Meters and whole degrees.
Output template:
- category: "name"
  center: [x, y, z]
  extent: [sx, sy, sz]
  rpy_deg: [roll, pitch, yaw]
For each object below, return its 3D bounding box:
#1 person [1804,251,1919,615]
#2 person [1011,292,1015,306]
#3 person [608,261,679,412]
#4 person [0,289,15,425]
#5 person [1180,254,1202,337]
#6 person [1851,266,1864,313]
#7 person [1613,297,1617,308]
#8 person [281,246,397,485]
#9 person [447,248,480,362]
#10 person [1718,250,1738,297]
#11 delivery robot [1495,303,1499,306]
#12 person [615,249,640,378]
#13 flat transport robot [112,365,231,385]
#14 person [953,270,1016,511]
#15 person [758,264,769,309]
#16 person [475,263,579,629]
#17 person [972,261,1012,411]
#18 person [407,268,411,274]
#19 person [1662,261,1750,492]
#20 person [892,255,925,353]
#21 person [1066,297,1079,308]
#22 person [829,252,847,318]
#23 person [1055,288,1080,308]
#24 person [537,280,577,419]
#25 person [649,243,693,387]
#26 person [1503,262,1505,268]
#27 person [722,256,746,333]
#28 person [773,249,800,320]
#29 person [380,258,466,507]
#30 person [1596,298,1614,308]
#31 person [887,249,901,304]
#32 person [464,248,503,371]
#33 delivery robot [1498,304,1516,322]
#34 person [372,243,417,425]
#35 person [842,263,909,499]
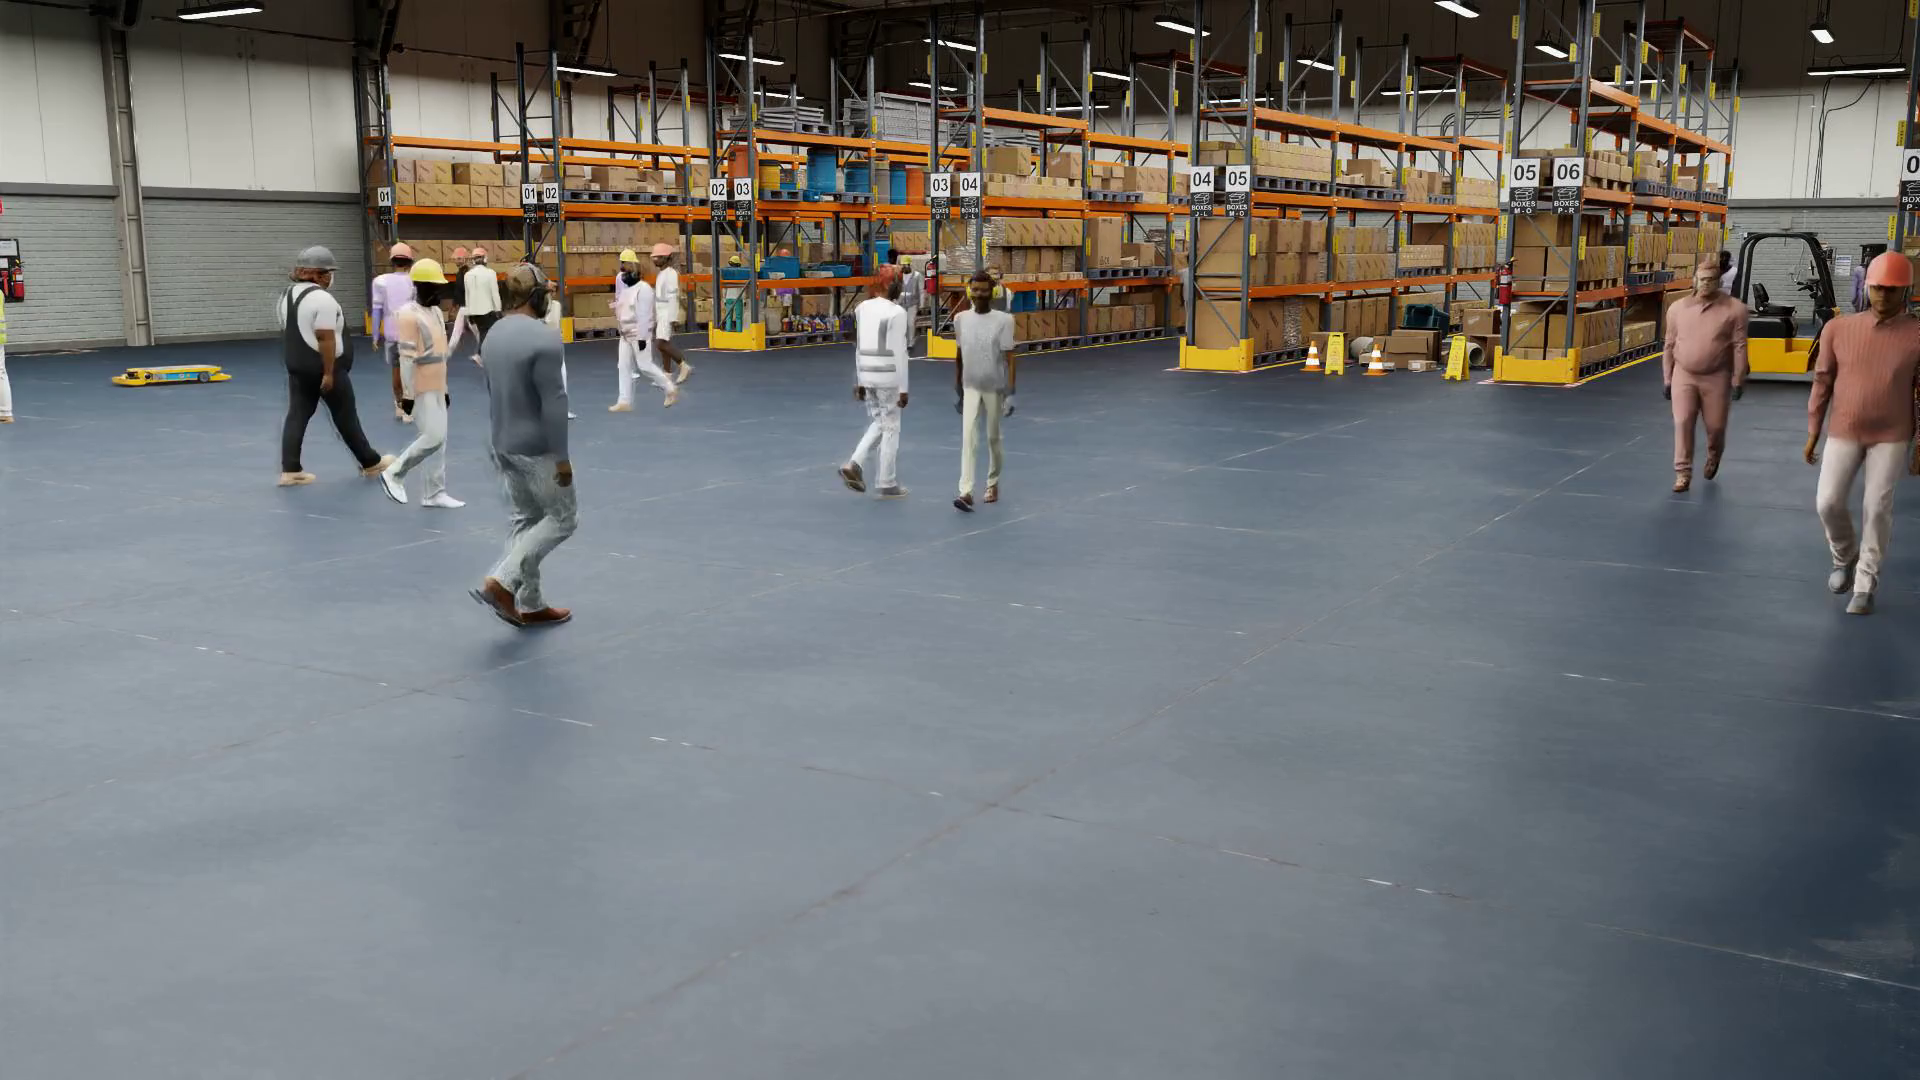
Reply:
- category: "person"
  center: [5.003, -0.587, 9.144]
  extent: [0.636, 1.976, 0.499]
  rpy_deg: [7, 12, 34]
- category: "person"
  center: [0.791, -4.814, 32.974]
  extent: [0.625, 1.934, 0.364]
  rpy_deg: [1, 10, 4]
- category: "person"
  center: [-3.843, -2.459, 20.097]
  extent: [0.814, 1.823, 0.621]
  rpy_deg: [-8, 13, -39]
- category: "person"
  center: [-10.884, -2.187, 18.547]
  extent: [0.429, 1.835, 0.627]
  rpy_deg: [0, 10, 0]
- category: "person"
  center: [4.559, -4.742, 32.783]
  extent: [0.544, 1.852, 0.449]
  rpy_deg: [9, 13, 41]
- category: "person"
  center: [18.516, -4.943, 33.901]
  extent: [0.647, 1.856, 0.998]
  rpy_deg: [5, 11, 27]
- category: "person"
  center: [15.407, -5.753, 39.072]
  extent: [0.470, 1.613, 0.571]
  rpy_deg: [2, 10, 10]
- category: "person"
  center: [-5.355, -1.498, 14.081]
  extent: [0.699, 2.000, 1.005]
  rpy_deg: [8, 13, 37]
- category: "person"
  center: [-8.558, -4.032, 28.552]
  extent: [1.036, 1.937, 0.622]
  rpy_deg: [-5, 11, -24]
- category: "person"
  center: [14.552, -4.573, 31.710]
  extent: [0.776, 1.899, 0.612]
  rpy_deg: [-7, 13, -36]
- category: "delivery robot"
  center: [13.206, -5.591, 40.907]
  extent: [0.477, 0.478, 0.707]
  rpy_deg: [-2, 10, -9]
- category: "person"
  center: [-4.994, -3.400, 25.053]
  extent: [0.384, 1.925, 0.593]
  rpy_deg: [-2, 10, -10]
- category: "flat transport robot"
  center: [-11.413, -2.400, 24.090]
  extent: [0.652, 0.197, 1.431]
  rpy_deg: [10, 14, 44]
- category: "person"
  center: [0.177, -1.137, 12.690]
  extent: [0.539, 1.812, 0.991]
  rpy_deg: [3, 10, 15]
- category: "person"
  center: [-4.310, -5.117, 35.607]
  extent: [0.514, 1.595, 0.850]
  rpy_deg: [7, 12, 35]
- category: "person"
  center: [-2.271, -0.458, 8.590]
  extent: [0.646, 1.920, 0.522]
  rpy_deg: [10, 14, 44]
- category: "person"
  center: [0.361, -2.505, 20.368]
  extent: [0.552, 1.817, 0.735]
  rpy_deg: [-4, 11, -20]
- category: "person"
  center: [-11.856, -5.152, 35.691]
  extent: [0.286, 1.632, 0.501]
  rpy_deg: [-7, 12, -34]
- category: "person"
  center: [6.129, -1.350, 13.703]
  extent: [0.652, 1.888, 0.735]
  rpy_deg: [6, 12, 31]
- category: "person"
  center: [-0.994, -4.327, 30.588]
  extent: [0.614, 1.800, 0.731]
  rpy_deg: [2, 10, 12]
- category: "person"
  center: [2.525, -5.291, 36.578]
  extent: [0.649, 1.610, 0.503]
  rpy_deg: [-8, 13, -38]
- category: "person"
  center: [-2.897, -6.043, 40.094]
  extent: [0.554, 1.838, 0.859]
  rpy_deg: [6, 12, 30]
- category: "person"
  center: [2.297, -5.216, 35.678]
  extent: [0.535, 1.766, 0.318]
  rpy_deg: [4, 11, 22]
- category: "person"
  center: [-4.672, -2.163, 18.987]
  extent: [0.691, 1.602, 0.528]
  rpy_deg: [7, 12, 35]
- category: "person"
  center: [-4.102, -3.144, 23.337]
  extent: [0.488, 2.025, 0.636]
  rpy_deg: [-5, 11, -25]
- category: "person"
  center: [13.588, -6.190, 41.545]
  extent: [0.593, 1.624, 0.523]
  rpy_deg: [6, 12, 29]
- category: "person"
  center: [-4.560, -4.868, 33.733]
  extent: [0.533, 1.765, 0.322]
  rpy_deg: [5, 11, 25]
- category: "person"
  center: [-3.940, -5.578, 37.377]
  extent: [0.548, 1.895, 0.996]
  rpy_deg: [5, 11, 25]
- category: "person"
  center: [-4.095, -1.177, 12.658]
  extent: [0.519, 1.912, 0.586]
  rpy_deg: [1, 10, 4]
- category: "person"
  center: [14.920, -5.760, 38.402]
  extent: [0.788, 1.879, 0.548]
  rpy_deg: [-1, 10, -3]
- category: "person"
  center: [-1.335, -5.031, 34.299]
  extent: [0.624, 1.906, 0.857]
  rpy_deg: [4, 11, 23]
- category: "person"
  center: [-7.368, -3.524, 25.646]
  extent: [0.672, 1.959, 0.621]
  rpy_deg: [5, 11, 25]
- category: "delivery robot"
  center: [13.098, -5.489, 40.331]
  extent: [0.707, 0.478, 0.477]
  rpy_deg: [-1, 10, -8]
- category: "person"
  center: [-6.271, -2.332, 18.796]
  extent: [0.652, 2.017, 0.806]
  rpy_deg: [-2, 10, -9]
- category: "person"
  center: [-0.636, -1.240, 13.108]
  extent: [0.485, 1.870, 0.597]
  rpy_deg: [-9, 14, -42]
